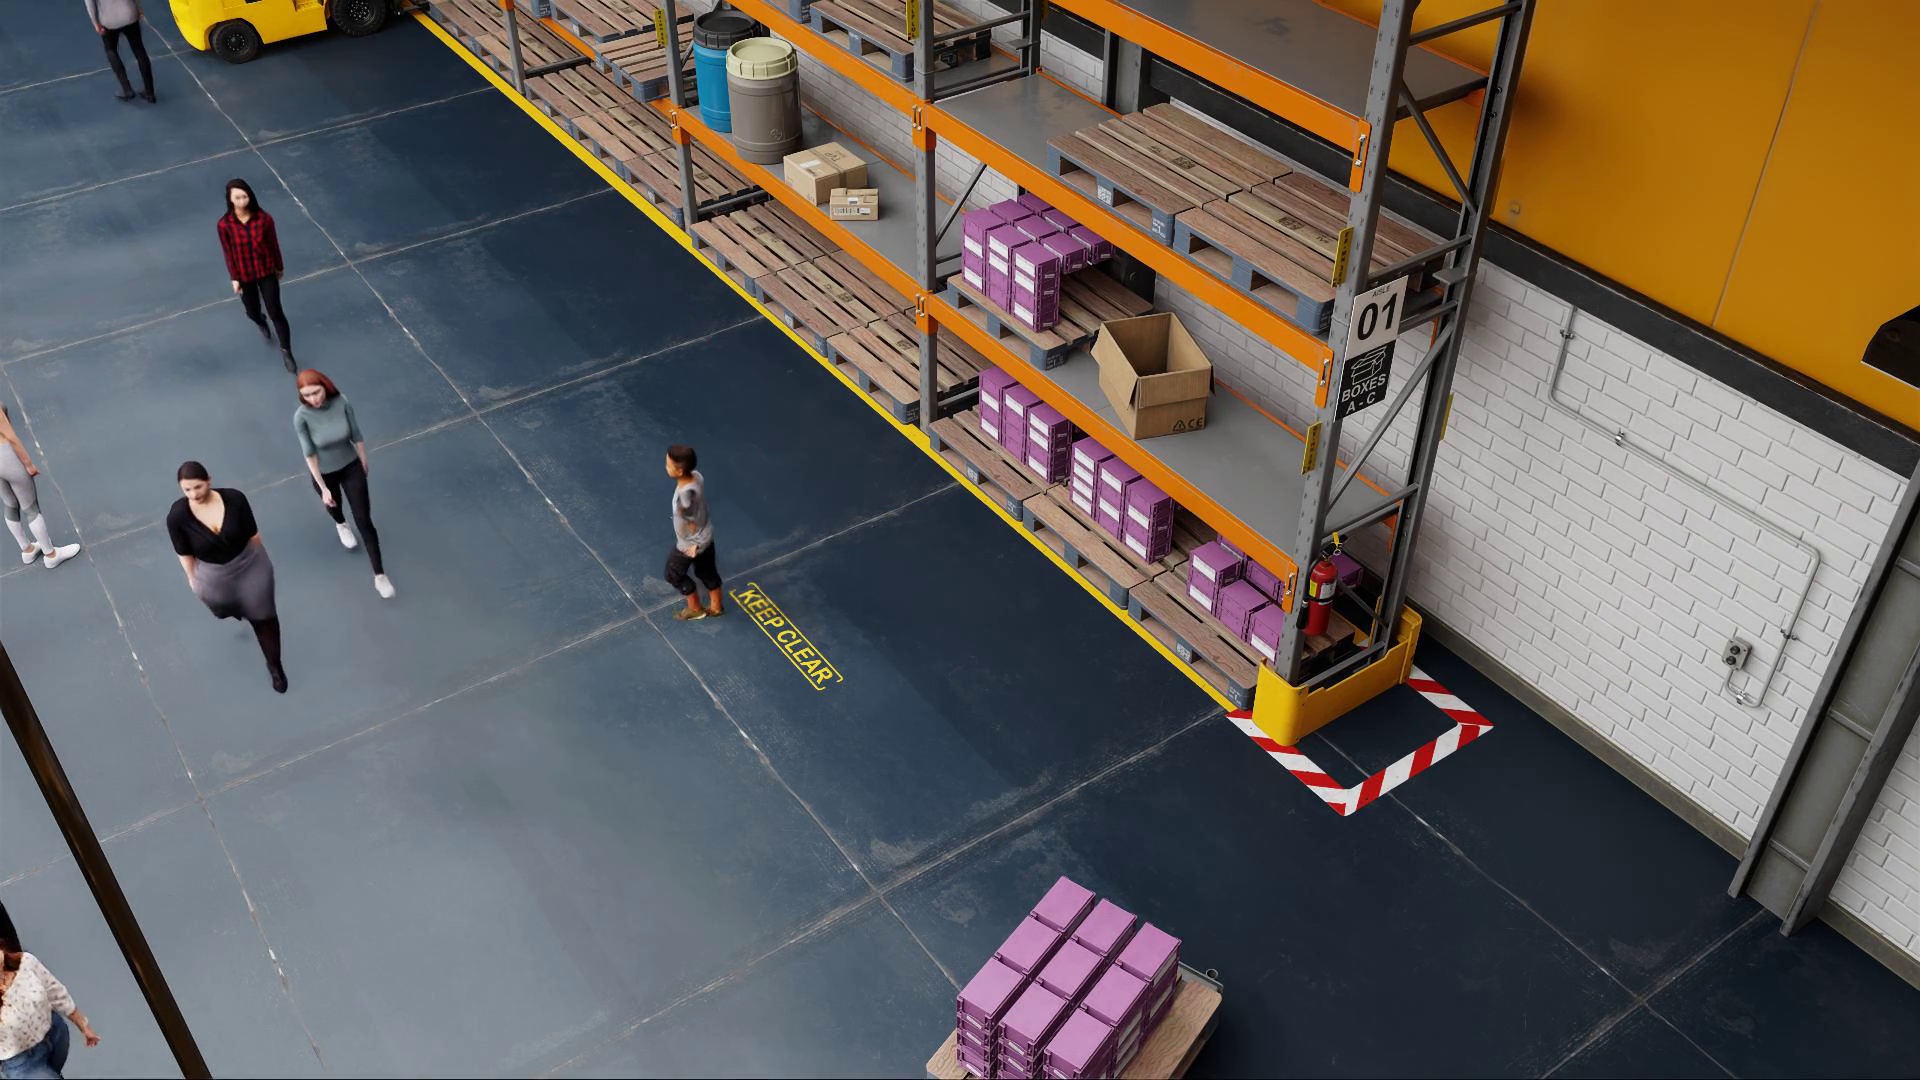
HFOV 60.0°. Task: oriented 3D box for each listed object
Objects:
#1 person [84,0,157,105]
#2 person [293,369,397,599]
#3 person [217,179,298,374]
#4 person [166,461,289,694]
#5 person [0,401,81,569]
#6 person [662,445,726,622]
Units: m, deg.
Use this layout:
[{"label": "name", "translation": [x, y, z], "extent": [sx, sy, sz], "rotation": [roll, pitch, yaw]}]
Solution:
[{"label": "person", "translation": [-8.840, -5.517, 17.551], "extent": [0.796, 1.910, 0.756], "rotation": [-31, 48, -33]}, {"label": "person", "translation": [-4.310, -0.472, 11.411], "extent": [0.566, 1.689, 1.209], "rotation": [-25, 45, -28]}, {"label": "person", "translation": [-5.791, -2.197, 13.617], "extent": [0.702, 1.632, 1.022], "rotation": [-17, 42, -21]}, {"label": "person", "translation": [-4.669, 0.167, 10.576], "extent": [0.699, 1.732, 1.094], "rotation": [-20, 43, -23]}, {"label": "person", "translation": [-6.605, -0.538, 11.482], "extent": [0.643, 1.703, 0.725], "rotation": [13, 40, 15]}, {"label": "person", "translation": [-1.716, -0.068, 11.104], "extent": [0.769, 1.442, 0.702], "rotation": [2, 39, 2]}]
